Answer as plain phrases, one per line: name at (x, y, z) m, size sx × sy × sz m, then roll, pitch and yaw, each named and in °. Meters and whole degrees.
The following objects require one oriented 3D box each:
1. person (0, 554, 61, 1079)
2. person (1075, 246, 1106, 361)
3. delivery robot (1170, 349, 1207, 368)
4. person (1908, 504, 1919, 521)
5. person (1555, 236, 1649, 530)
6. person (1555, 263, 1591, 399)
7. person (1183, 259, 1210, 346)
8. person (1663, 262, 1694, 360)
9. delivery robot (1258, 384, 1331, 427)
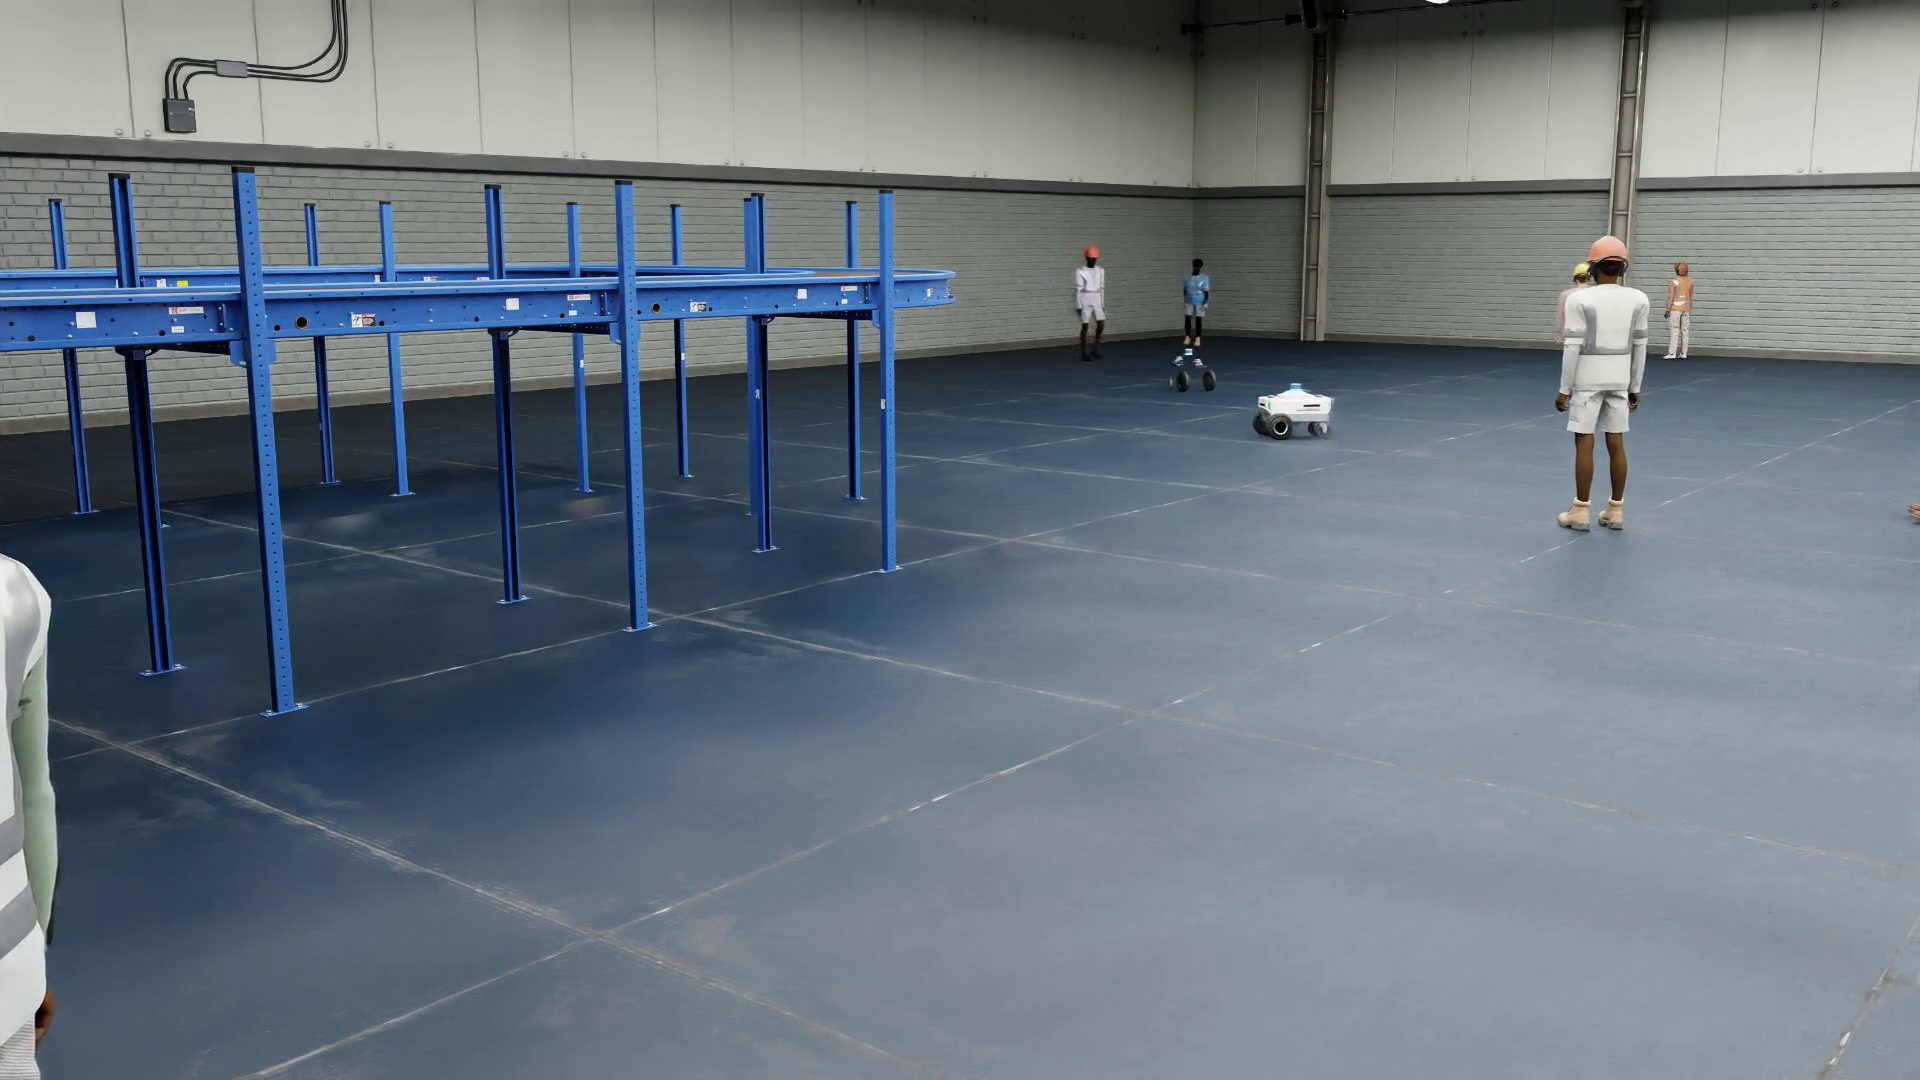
person at (-1.474, 0.650, 2.254) m, size 0.398 × 1.944 × 0.617 m, roll 2°, pitch 10°, yaw 12°
person at (2.205, -3.933, 27.724) m, size 0.585 × 1.912 × 0.665 m, roll -4°, pitch 11°, yaw -23°
delivery robot at (3.102, -2.479, 22.591) m, size 0.335 × 0.223 × 0.698 m, roll -4°, pitch 11°, yaw -22°
person at (7.096, -1.091, 11.925) m, size 0.355 × 1.937 × 0.634 m, roll 5°, pitch 11°, yaw 26°
person at (4.484, -1.098, 11.692) m, size 0.622 × 2.042 × 0.386 m, roll -1°, pitch 10°, yaw -7°
person at (7.756, -2.597, 20.844) m, size 0.531 × 1.732 × 0.874 m, roll 1°, pitch 10°, yaw 6°
person at (4.490, -4.513, 31.607) m, size 0.549 × 1.660 × 0.509 m, roll 4°, pitch 11°, yaw 23°
person at (12.209, -3.887, 28.243) m, size 0.513 × 1.641 × 0.309 m, roll -4°, pitch 11°, yaw -19°
delivery robot at (3.461, -1.374, 17.189) m, size 0.707 × 0.478 × 0.477 m, roll -2°, pitch 10°, yaw -9°
